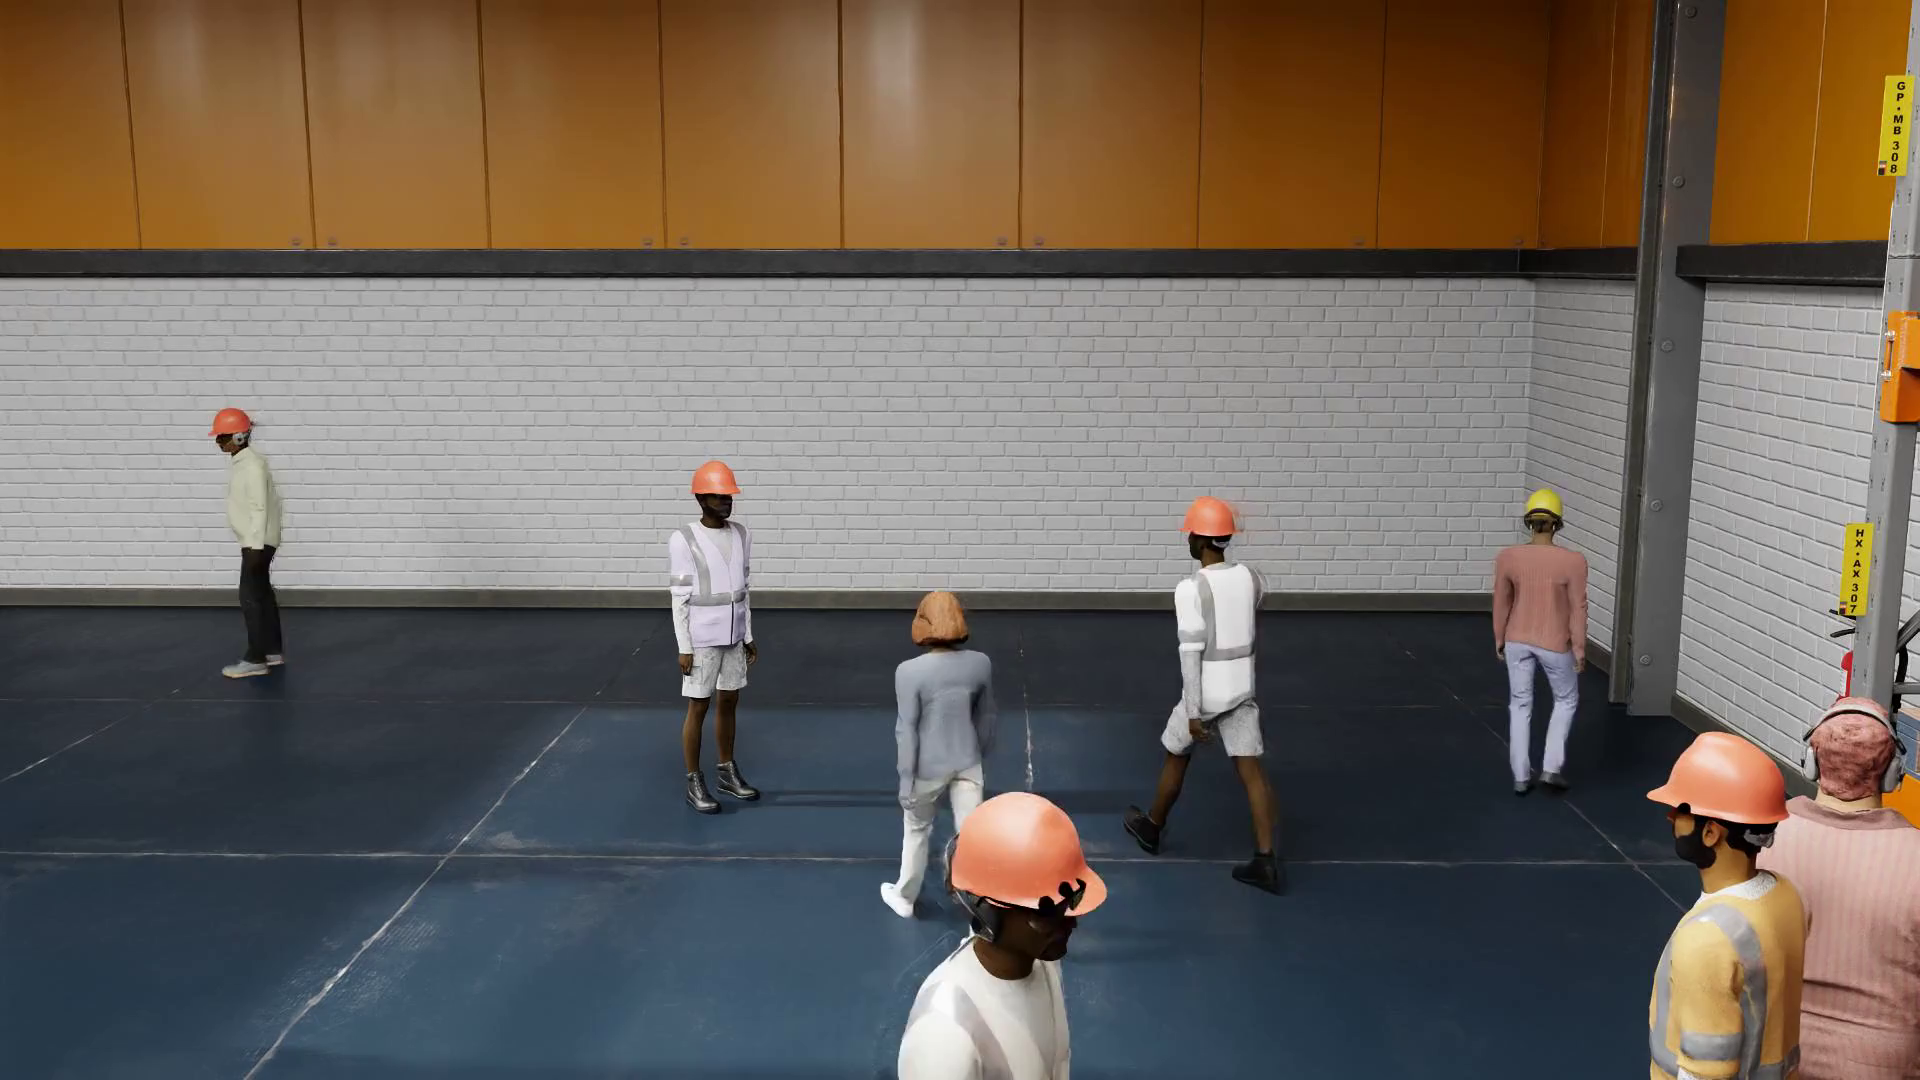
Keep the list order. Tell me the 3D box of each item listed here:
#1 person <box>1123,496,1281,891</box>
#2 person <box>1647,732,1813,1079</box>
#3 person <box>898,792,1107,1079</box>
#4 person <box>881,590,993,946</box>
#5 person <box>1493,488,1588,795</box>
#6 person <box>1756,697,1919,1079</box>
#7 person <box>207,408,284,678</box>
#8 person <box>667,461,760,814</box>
[{"bbox_3d":[1.230,0.723,8.202,0.552,1.880,1.032,-6,11,-30],"label":"person"},{"bbox_3d":[1.772,1.406,3.955,0.372,1.939,0.544,9,13,43],"label":"person"},{"bbox_3d":[0.060,1.467,3.486,1.080,1.981,0.618,4,10,25],"label":"person"},{"bbox_3d":[-0.075,1.006,7.401,0.522,1.581,0.873,-5,11,-28],"label":"person"},{"bbox_3d":[3.296,0.578,9.435,0.555,1.751,0.437,7,12,37],"label":"person"},{"bbox_3d":[2.292,1.351,4.371,0.643,1.913,0.410,7,12,36],"label":"person"},{"bbox_3d":[-5.276,0.026,12.209,0.605,1.974,0.646,-6,11,-33],"label":"person"},{"bbox_3d":[-1.346,0.527,9.214,0.350,1.942,0.545,8,12,39],"label":"person"}]
